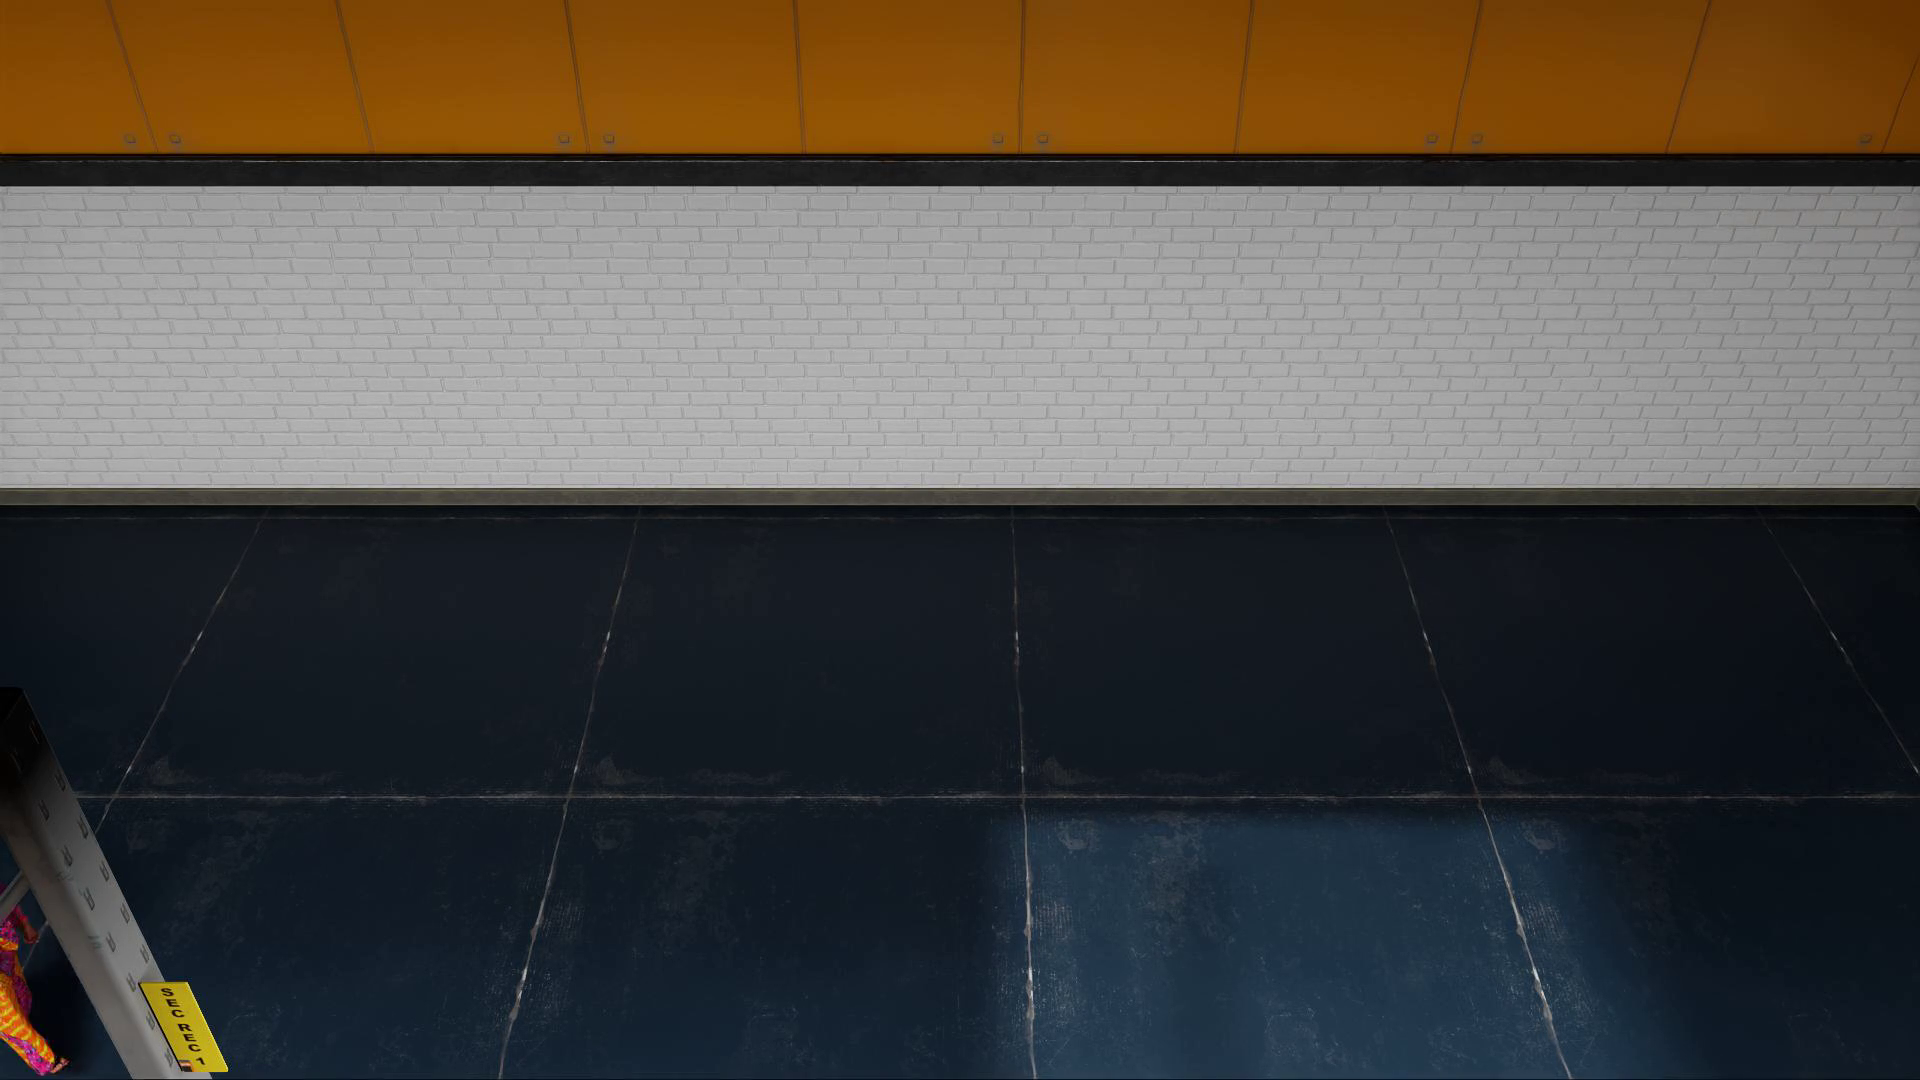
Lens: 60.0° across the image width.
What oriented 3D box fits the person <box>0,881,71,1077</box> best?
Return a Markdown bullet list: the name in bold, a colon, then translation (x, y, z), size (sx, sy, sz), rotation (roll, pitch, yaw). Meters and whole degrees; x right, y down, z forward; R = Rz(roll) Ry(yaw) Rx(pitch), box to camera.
- **person**: translation (-5.382, 2.161, 9.038), size (1.068, 1.672, 1.154), rotation (20, 43, 23)
